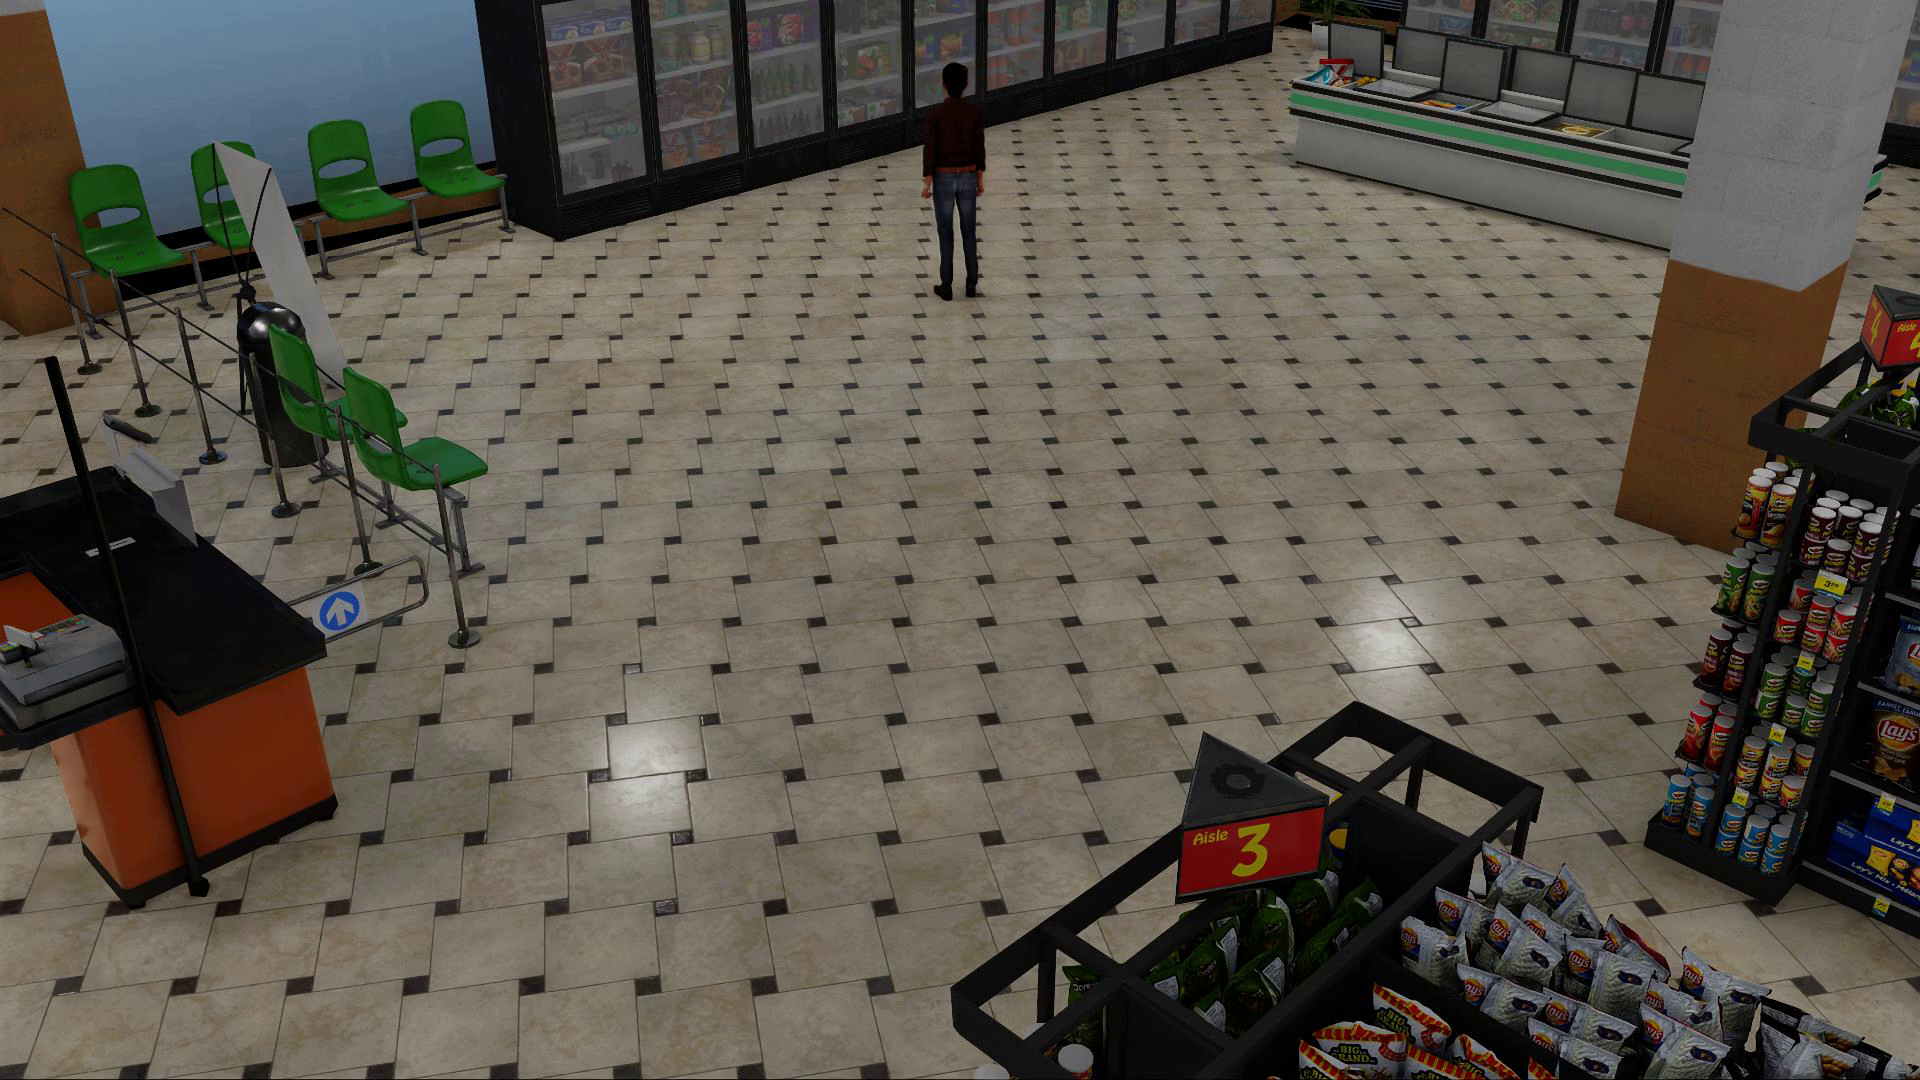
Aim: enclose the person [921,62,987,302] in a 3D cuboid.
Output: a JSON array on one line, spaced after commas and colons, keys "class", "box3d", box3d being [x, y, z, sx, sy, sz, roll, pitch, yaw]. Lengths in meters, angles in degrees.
[{"class": "person", "box3d": [-0.031, -2.687, 12.504, 0.719, 1.782, 0.703, -8, 30, -14]}]
